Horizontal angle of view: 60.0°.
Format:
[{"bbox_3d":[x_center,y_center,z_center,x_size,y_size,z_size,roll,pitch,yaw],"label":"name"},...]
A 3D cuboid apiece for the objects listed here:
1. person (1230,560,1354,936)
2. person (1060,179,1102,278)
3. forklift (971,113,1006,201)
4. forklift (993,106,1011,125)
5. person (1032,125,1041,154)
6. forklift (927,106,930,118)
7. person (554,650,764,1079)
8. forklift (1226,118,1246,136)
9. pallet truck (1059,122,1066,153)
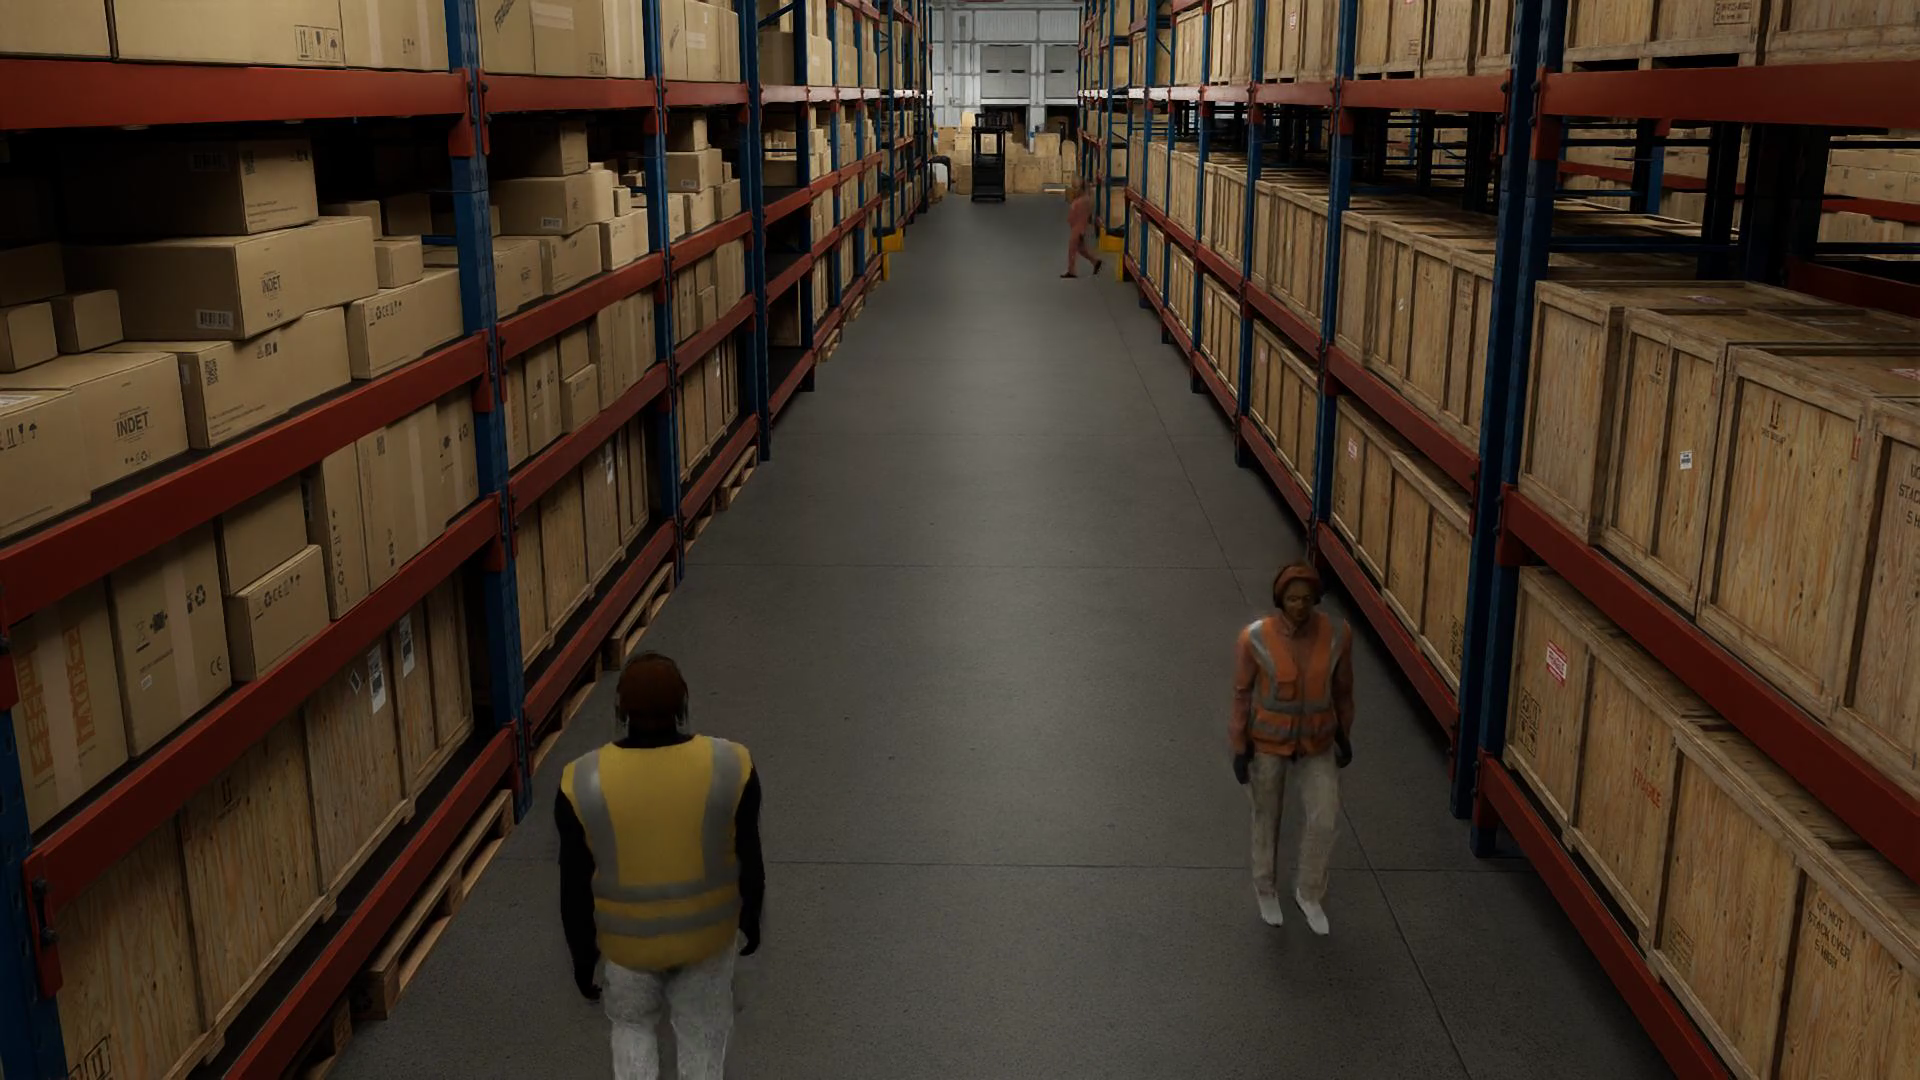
[{"bbox_3d":[1.384,0.876,6.905,0.552,1.618,0.505,-1,15,-4],"label":"person"},{"bbox_3d":[2.333,-5.986,31.958,0.733,1.881,0.652,0,15,1],"label":"person"},{"bbox_3d":[0.946,-12.625,54.764,1.129,2.768,1.873,0,15,2],"label":"forklift"},{"bbox_3d":[2.103,-20.252,83.144,1.129,2.768,1.873,0,15,1],"label":"forklift"},{"bbox_3d":[3.764,-19.852,83.502,0.921,1.901,0.666,-7,16,-23],"label":"person"},{"bbox_3d":[-1.950,-21.151,86.488,1.129,2.768,1.873,0,15,2],"label":"forklift"},{"bbox_3d":[-0.920,1.232,5.225,0.624,1.829,0.436,-2,15,-8],"label":"person"},{"bbox_3d":[7.196,-9.612,43.554,1.873,2.768,1.129,0,15,2],"label":"forklift"},{"bbox_3d":[5.788,-21.111,88.014,1.885,1.965,0.823,5,16,18],"label":"pallet truck"}]
